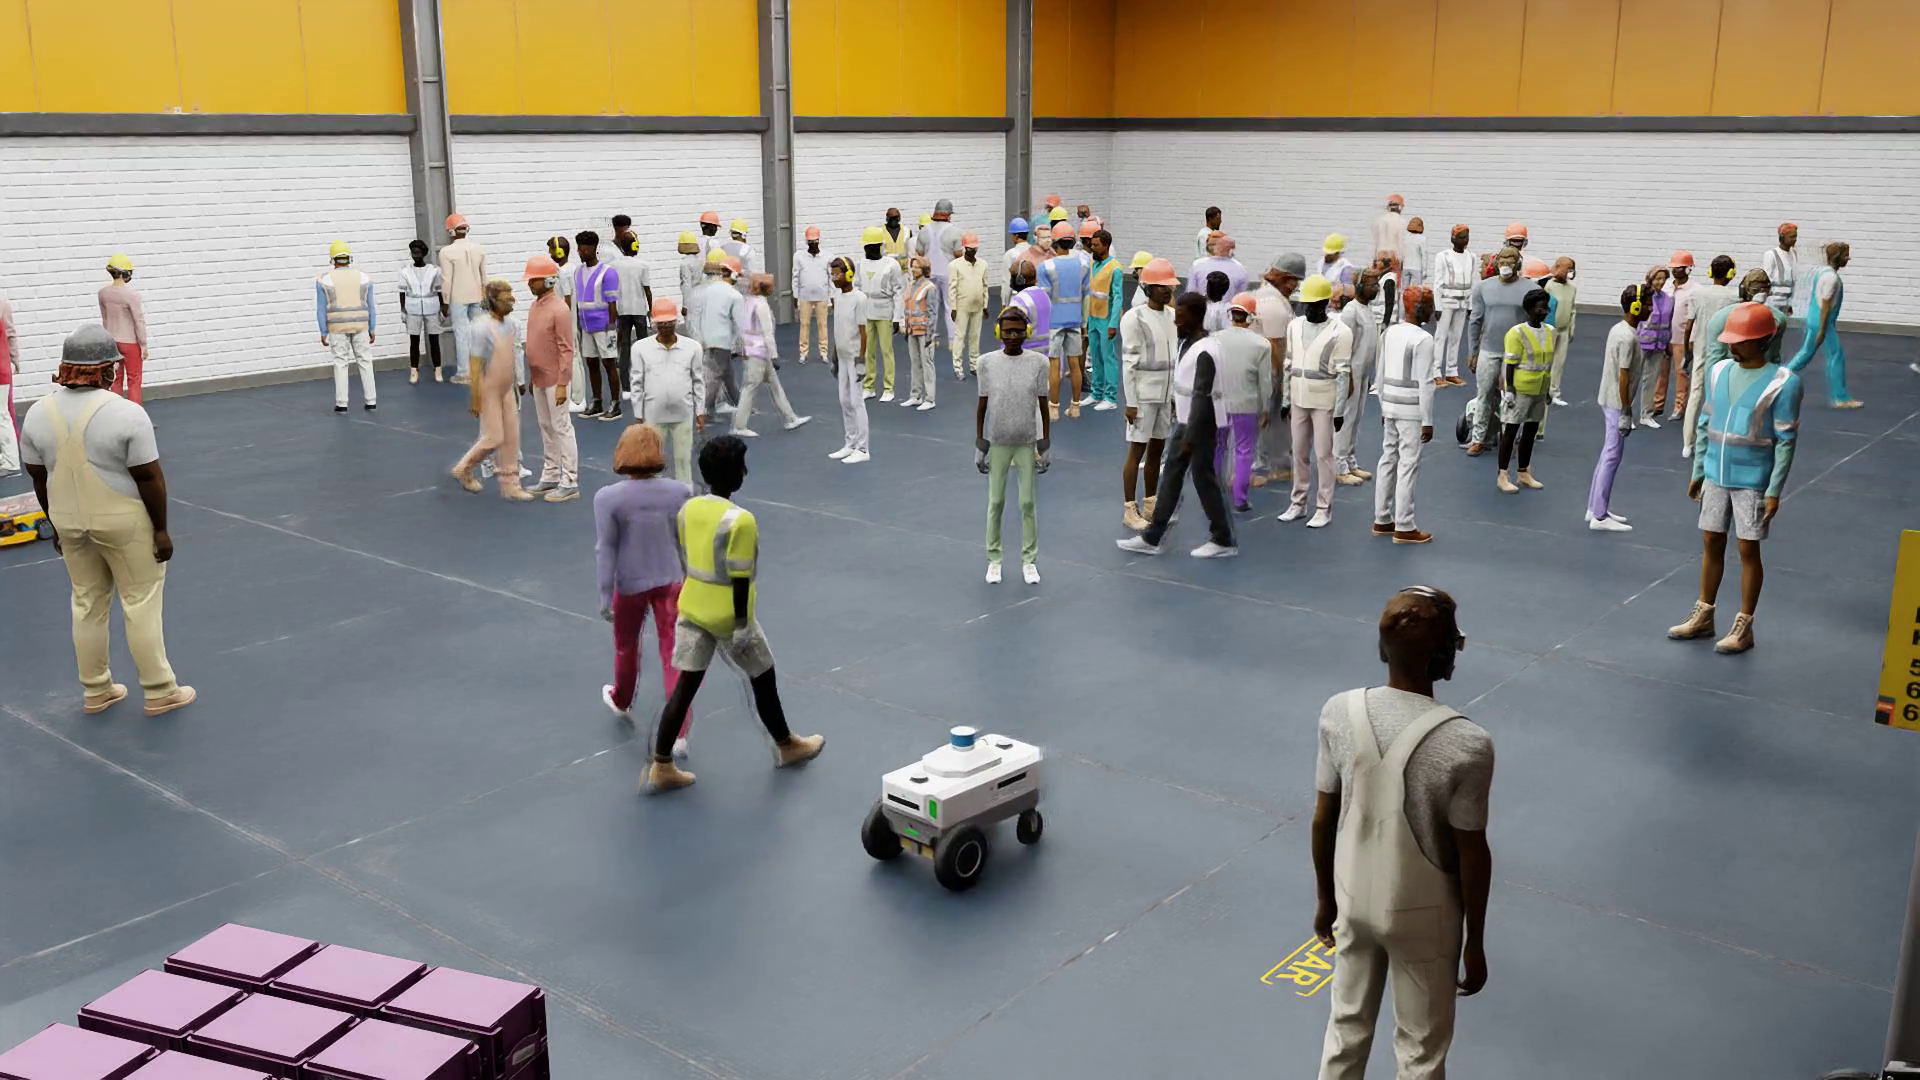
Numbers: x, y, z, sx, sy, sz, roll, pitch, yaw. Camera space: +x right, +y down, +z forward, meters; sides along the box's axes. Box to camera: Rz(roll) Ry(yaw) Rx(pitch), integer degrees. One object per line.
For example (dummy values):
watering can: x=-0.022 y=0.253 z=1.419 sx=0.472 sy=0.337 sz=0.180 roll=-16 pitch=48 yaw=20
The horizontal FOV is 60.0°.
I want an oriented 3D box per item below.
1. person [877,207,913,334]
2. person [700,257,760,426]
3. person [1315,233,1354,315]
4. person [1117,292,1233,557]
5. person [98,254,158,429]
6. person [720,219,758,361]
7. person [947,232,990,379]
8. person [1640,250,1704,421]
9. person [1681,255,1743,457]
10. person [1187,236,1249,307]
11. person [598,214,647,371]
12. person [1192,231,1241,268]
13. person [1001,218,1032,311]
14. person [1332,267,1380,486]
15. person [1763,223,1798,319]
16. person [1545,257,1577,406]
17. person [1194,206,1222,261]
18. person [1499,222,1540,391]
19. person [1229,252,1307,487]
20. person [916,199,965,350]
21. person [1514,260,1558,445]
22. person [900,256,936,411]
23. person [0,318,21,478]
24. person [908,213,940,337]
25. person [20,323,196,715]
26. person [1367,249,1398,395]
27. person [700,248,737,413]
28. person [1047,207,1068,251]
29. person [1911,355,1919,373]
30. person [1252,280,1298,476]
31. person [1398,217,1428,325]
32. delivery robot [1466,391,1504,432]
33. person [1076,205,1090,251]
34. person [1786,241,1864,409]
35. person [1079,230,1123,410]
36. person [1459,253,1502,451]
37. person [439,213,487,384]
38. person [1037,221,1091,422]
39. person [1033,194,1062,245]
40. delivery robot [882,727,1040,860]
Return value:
person: x=-0.975 y=-3.922 z=24.259 sx=0.634 sy=1.838 sz=0.429 roll=-4 pitch=14 yaw=-14
person: x=-2.353 y=-2.026 z=16.959 sx=0.835 sy=1.689 sz=0.575 roll=-11 pitch=18 yaw=-38
person: x=4.379 y=-2.711 z=19.528 sx=0.566 sy=1.793 sz=0.622 roll=-7 pitch=16 yaw=-26
person: x=1.564 y=-0.786 z=11.632 sx=0.827 sy=1.880 sz=0.616 roll=-2 pitch=14 yaw=-6
person: x=-8.320 y=-1.966 z=16.610 sx=0.518 sy=1.756 sz=0.347 roll=5 pitch=15 yaw=18
person: x=-2.845 y=-3.230 z=21.522 sx=0.592 sy=1.826 sz=0.403 roll=9 pitch=16 yaw=31
person: x=0.118 y=-2.819 z=20.020 sx=0.566 sy=1.751 sz=0.329 roll=-9 pitch=17 yaw=-33
person: x=7.383 y=-2.112 z=17.195 sx=0.326 sy=1.752 sz=0.563 roll=-9 pitch=17 yaw=-32
person: x=6.870 y=-1.667 z=15.197 sx=0.521 sy=1.863 sz=0.333 roll=12 pitch=18 yaw=39
person: x=2.721 y=-2.320 z=17.847 sx=0.659 sy=1.853 sz=0.828 roll=7 pitch=16 yaw=27
person: x=-4.040 y=-3.010 z=20.400 sx=0.823 sy=1.933 sz=0.621 roll=6 pitch=15 yaw=23
person: x=2.787 y=-2.433 z=18.217 sx=0.575 sy=1.881 sz=0.356 roll=6 pitch=15 yaw=24
person: x=0.720 y=-2.818 z=19.640 sx=0.606 sy=1.940 sz=0.417 roll=-12 pitch=19 yaw=-40
person: x=3.370 y=-1.393 z=14.139 sx=0.325 sy=1.843 sz=0.517 roll=8 pitch=16 yaw=30
person: x=9.661 y=-2.796 z=19.665 sx=0.584 sy=1.882 sz=0.337 roll=-10 pitch=17 yaw=-34
person: x=6.456 y=-2.249 z=18.013 sx=0.507 sy=1.628 sz=0.278 roll=-6 pitch=15 yaw=-23
person: x=3.419 y=-3.647 z=23.022 sx=0.396 sy=1.911 sz=0.587 roll=6 pitch=15 yaw=22
person: x=5.888 y=-2.388 z=17.808 sx=0.612 sy=1.995 sz=0.393 roll=0 pitch=14 yaw=1
person: x=2.663 y=-1.429 z=13.884 sx=0.821 sy=2.000 sz=0.710 roll=2 pitch=14 yaw=9
person: x=-0.213 y=-3.618 z=22.630 sx=0.688 sy=2.000 sz=0.536 roll=7 pitch=16 yaw=26
person: x=5.460 y=-1.783 z=15.877 sx=0.339 sy=1.752 sz=0.564 roll=12 pitch=18 yaw=40
person: x=-0.426 y=-2.221 z=17.852 sx=0.307 sy=1.645 sz=0.514 roll=-9 pitch=17 yaw=-33
person: x=-8.422 y=-1.410 z=14.423 sx=0.354 sy=1.739 sz=0.572 roll=-10 pitch=17 yaw=-34
person: x=-0.486 y=-3.790 z=23.875 sx=0.533 sy=1.768 sz=0.310 roll=-4 pitch=15 yaw=-16
person: x=-4.365 y=-0.103 z=8.587 sx=0.689 sy=2.000 sz=0.539 roll=2 pitch=14 yaw=7
person: x=4.792 y=-2.464 z=18.833 sx=0.305 sy=1.639 sz=0.522 roll=1 pitch=14 yaw=4
person: x=-2.573 y=-2.227 z=17.699 sx=0.329 sy=1.734 sz=0.482 roll=-10 pitch=17 yaw=-35
person: x=1.347 y=-3.521 z=22.473 sx=0.387 sy=1.927 sz=0.589 roll=4 pitch=15 yaw=15
person: x=11.979 y=-2.872 z=20.008 sx=0.721 sy=1.899 sz=0.613 roll=7 pitch=16 yaw=27
person: x=2.721 y=-1.427 z=14.503 sx=0.488 sy=1.735 sz=0.336 roll=13 pitch=19 yaw=42
person: x=6.916 y=-4.101 z=25.387 sx=0.283 sy=1.633 sz=0.497 roll=-12 pitch=18 yaw=-39
delivery robot: x=5.157 y=-1.278 z=16.103 sx=0.477 sy=0.478 sz=0.707 roll=9 pitch=16 yaw=31
person: x=2.189 y=-5.067 z=29.257 sx=0.313 sy=1.634 sz=0.514 roll=2 pitch=14 yaw=10
person: x=9.273 y=-2.316 z=17.920 sx=0.956 sy=1.803 sz=0.533 roll=4 pitch=14 yaw=14
person: x=1.533 y=-2.360 z=17.853 sx=0.392 sy=1.919 sz=0.591 roll=-8 pitch=16 yaw=-28
person: x=4.964 y=-1.754 z=15.578 sx=0.390 sy=1.846 sz=0.564 roll=9 pitch=17 yaw=31
person: x=-5.852 y=-2.845 z=19.641 sx=0.381 sy=1.993 sz=0.609 roll=11 pitch=18 yaw=38
person: x=1.044 y=-2.238 z=17.111 sx=0.608 sy=2.044 sz=0.372 roll=-7 pitch=15 yaw=-25
person: x=1.355 y=-4.407 z=25.970 sx=0.602 sy=1.955 sz=0.950 roll=7 pitch=16 yaw=26
delivery robot: x=0.012 y=1.019 z=6.925 sx=0.477 sy=0.478 sz=0.707 roll=13 pitch=19 yaw=41
